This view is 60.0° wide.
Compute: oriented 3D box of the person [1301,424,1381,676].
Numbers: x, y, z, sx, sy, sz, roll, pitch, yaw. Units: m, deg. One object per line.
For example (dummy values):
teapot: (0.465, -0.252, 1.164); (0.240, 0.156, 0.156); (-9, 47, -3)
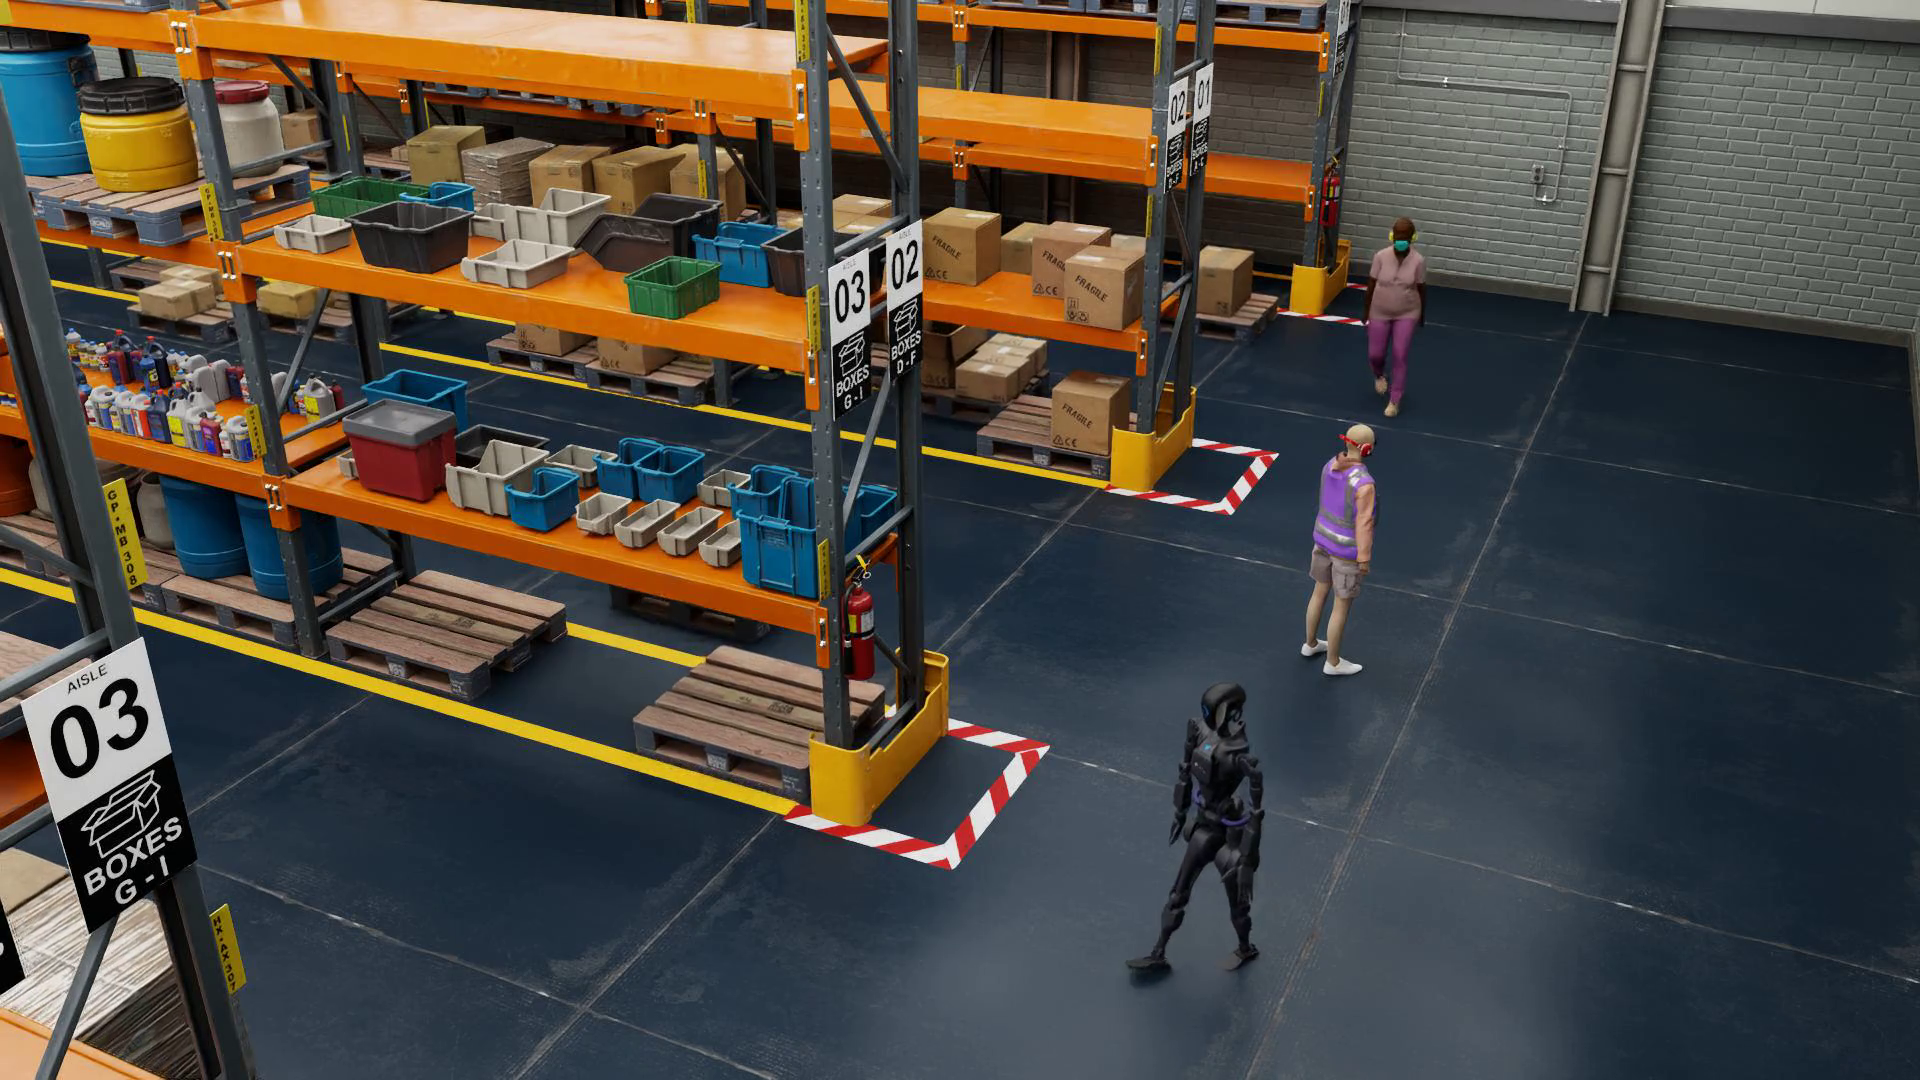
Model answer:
person: (2.432, 0.058, 10.589); (0.352, 1.688, 0.489); (-11, 28, -21)

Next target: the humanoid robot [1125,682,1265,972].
humanoid robot: (1.186, 1.415, 7.879); (0.715, 1.631, 0.600); (-16, 30, -29)

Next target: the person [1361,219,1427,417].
person: (3.825, -2.001, 14.646); (0.555, 1.771, 0.554); (10, 28, 19)
